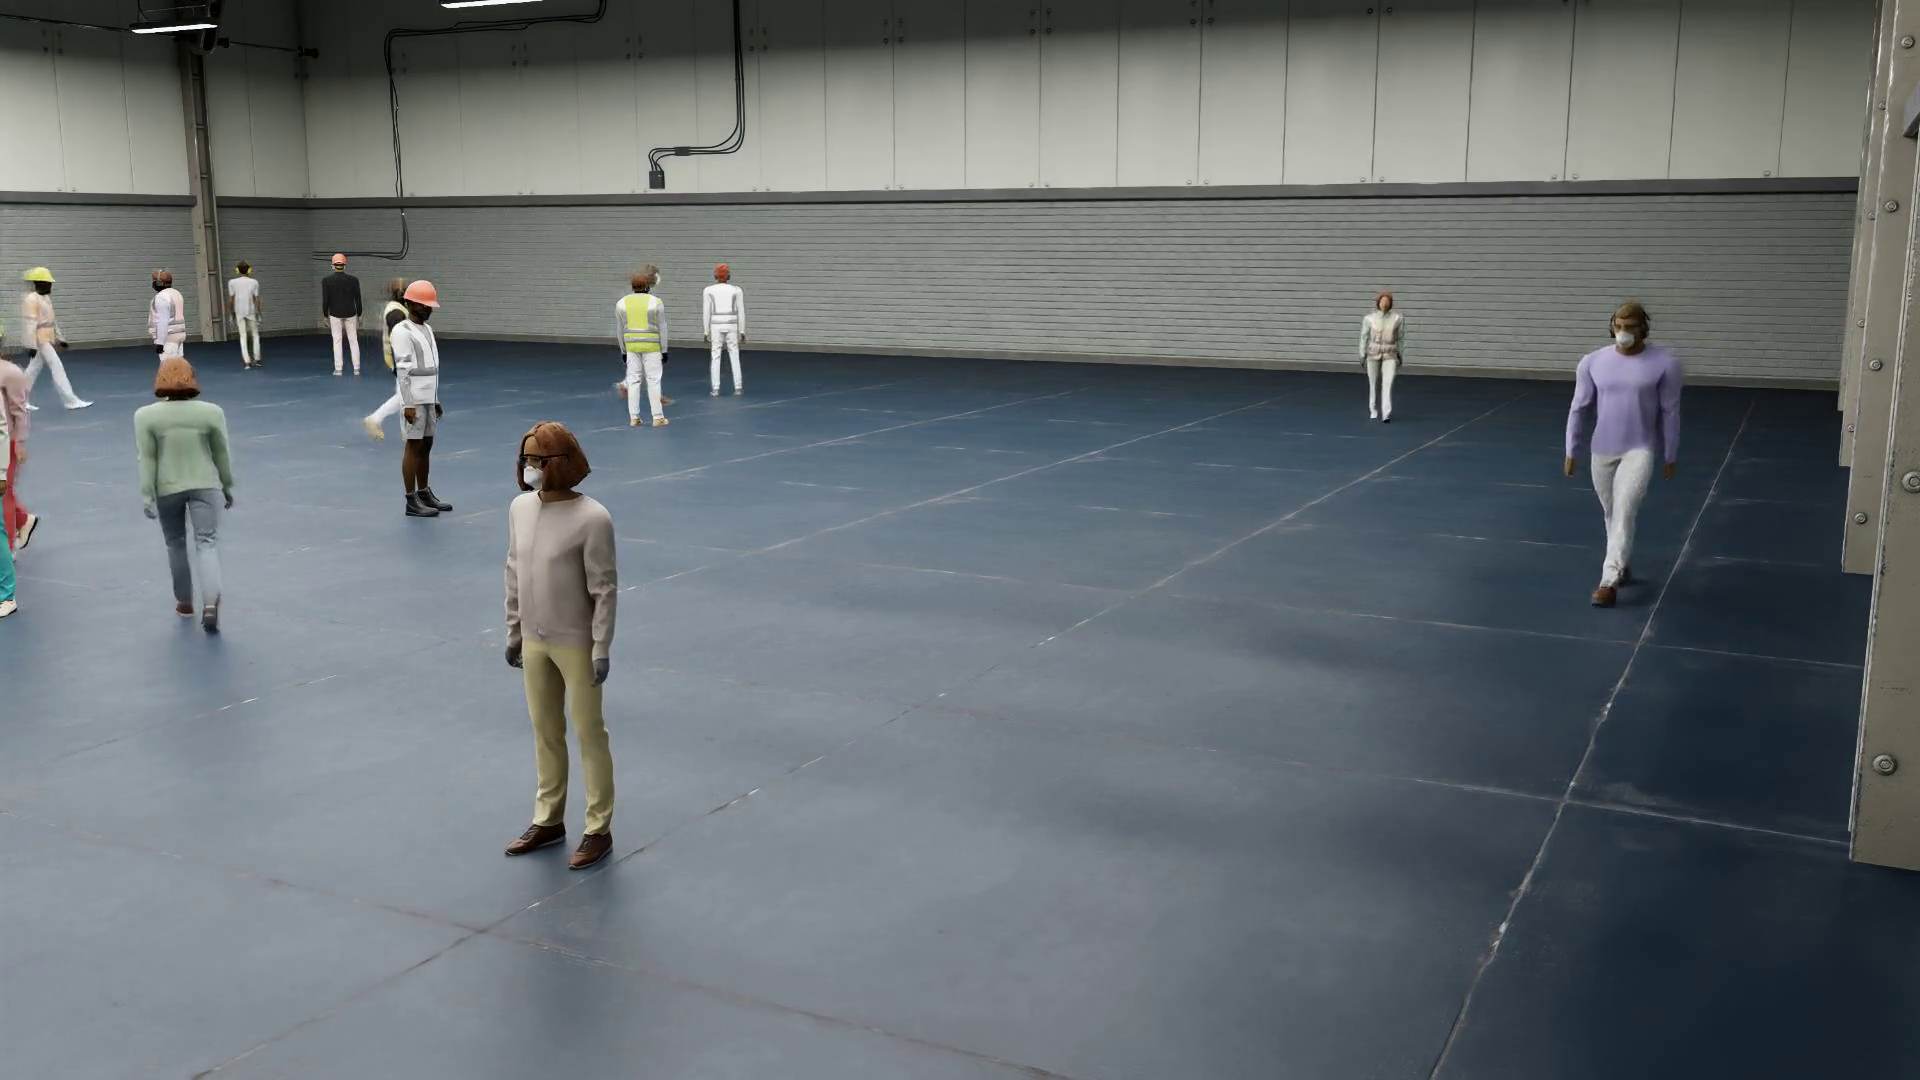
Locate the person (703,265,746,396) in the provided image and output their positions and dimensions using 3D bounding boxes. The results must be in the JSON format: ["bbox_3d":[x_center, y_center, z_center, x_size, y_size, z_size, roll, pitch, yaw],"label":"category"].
[{"bbox_3d":[-3.385,-3.014,23.957,0.618,1.872,0.371,-2,11,-11],"label":"person"}]

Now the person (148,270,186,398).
[{"bbox_3d":[-10.416,-2.617,21.856,0.430,1.845,0.619,-1,10,-4],"label":"person"}]

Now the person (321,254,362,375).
[{"bbox_3d":[-10.170,-3.708,27.387,0.622,1.992,0.396,-6,12,-29],"label":"person"}]

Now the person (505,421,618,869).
[{"bbox_3d":[-1.466,0.380,6.081,0.499,1.634,0.279,6,12,29],"label":"person"}]

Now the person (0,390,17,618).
[{"bbox_3d":[-5.956,-0.398,9.963,0.533,1.768,0.311,1,10,8],"label":"person"}]

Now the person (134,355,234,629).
[{"bbox_3d":[-4.550,-0.287,9.811,0.510,1.599,0.794,-6,12,-29],"label":"person"}]

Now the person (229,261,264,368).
[{"bbox_3d":[-12.470,-3.932,29.034,0.544,1.832,0.870,-3,11,-15],"label":"person"}]

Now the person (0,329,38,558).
[{"bbox_3d":[-6.721,-0.701,11.632,0.542,1.751,0.546,3,11,15],"label":"person"}]

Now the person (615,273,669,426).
[{"bbox_3d":[-3.811,-2.289,20.066,0.627,1.846,0.429,2,11,9],"label":"person"}]

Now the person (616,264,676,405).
[{"bbox_3d":[-4.236,-2.740,22.323,0.715,1.921,0.636,-3,11,-15],"label":"person"}]

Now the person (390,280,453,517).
[{"bbox_3d":[-4.417,-1.160,13.678,0.374,1.928,0.543,1,10,7],"label":"person"}]

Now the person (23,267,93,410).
[{"bbox_3d":[-12.043,-2.635,21.869,0.981,1.877,0.607,-3,11,-17],"label":"person"}]

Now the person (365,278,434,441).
[{"bbox_3d":[-6.223,-1.971,18.380,0.608,1.830,0.632,-2,11,-12],"label":"person"}]

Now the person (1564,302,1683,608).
[{"bbox_3d":[4.212,-0.566,10.580,0.649,1.887,1.032,8,13,36],"label":"person"}]

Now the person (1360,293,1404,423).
[{"bbox_3d":[5.221,-2.261,20.607,0.535,1.590,0.877,2,11,12],"label":"person"}]
